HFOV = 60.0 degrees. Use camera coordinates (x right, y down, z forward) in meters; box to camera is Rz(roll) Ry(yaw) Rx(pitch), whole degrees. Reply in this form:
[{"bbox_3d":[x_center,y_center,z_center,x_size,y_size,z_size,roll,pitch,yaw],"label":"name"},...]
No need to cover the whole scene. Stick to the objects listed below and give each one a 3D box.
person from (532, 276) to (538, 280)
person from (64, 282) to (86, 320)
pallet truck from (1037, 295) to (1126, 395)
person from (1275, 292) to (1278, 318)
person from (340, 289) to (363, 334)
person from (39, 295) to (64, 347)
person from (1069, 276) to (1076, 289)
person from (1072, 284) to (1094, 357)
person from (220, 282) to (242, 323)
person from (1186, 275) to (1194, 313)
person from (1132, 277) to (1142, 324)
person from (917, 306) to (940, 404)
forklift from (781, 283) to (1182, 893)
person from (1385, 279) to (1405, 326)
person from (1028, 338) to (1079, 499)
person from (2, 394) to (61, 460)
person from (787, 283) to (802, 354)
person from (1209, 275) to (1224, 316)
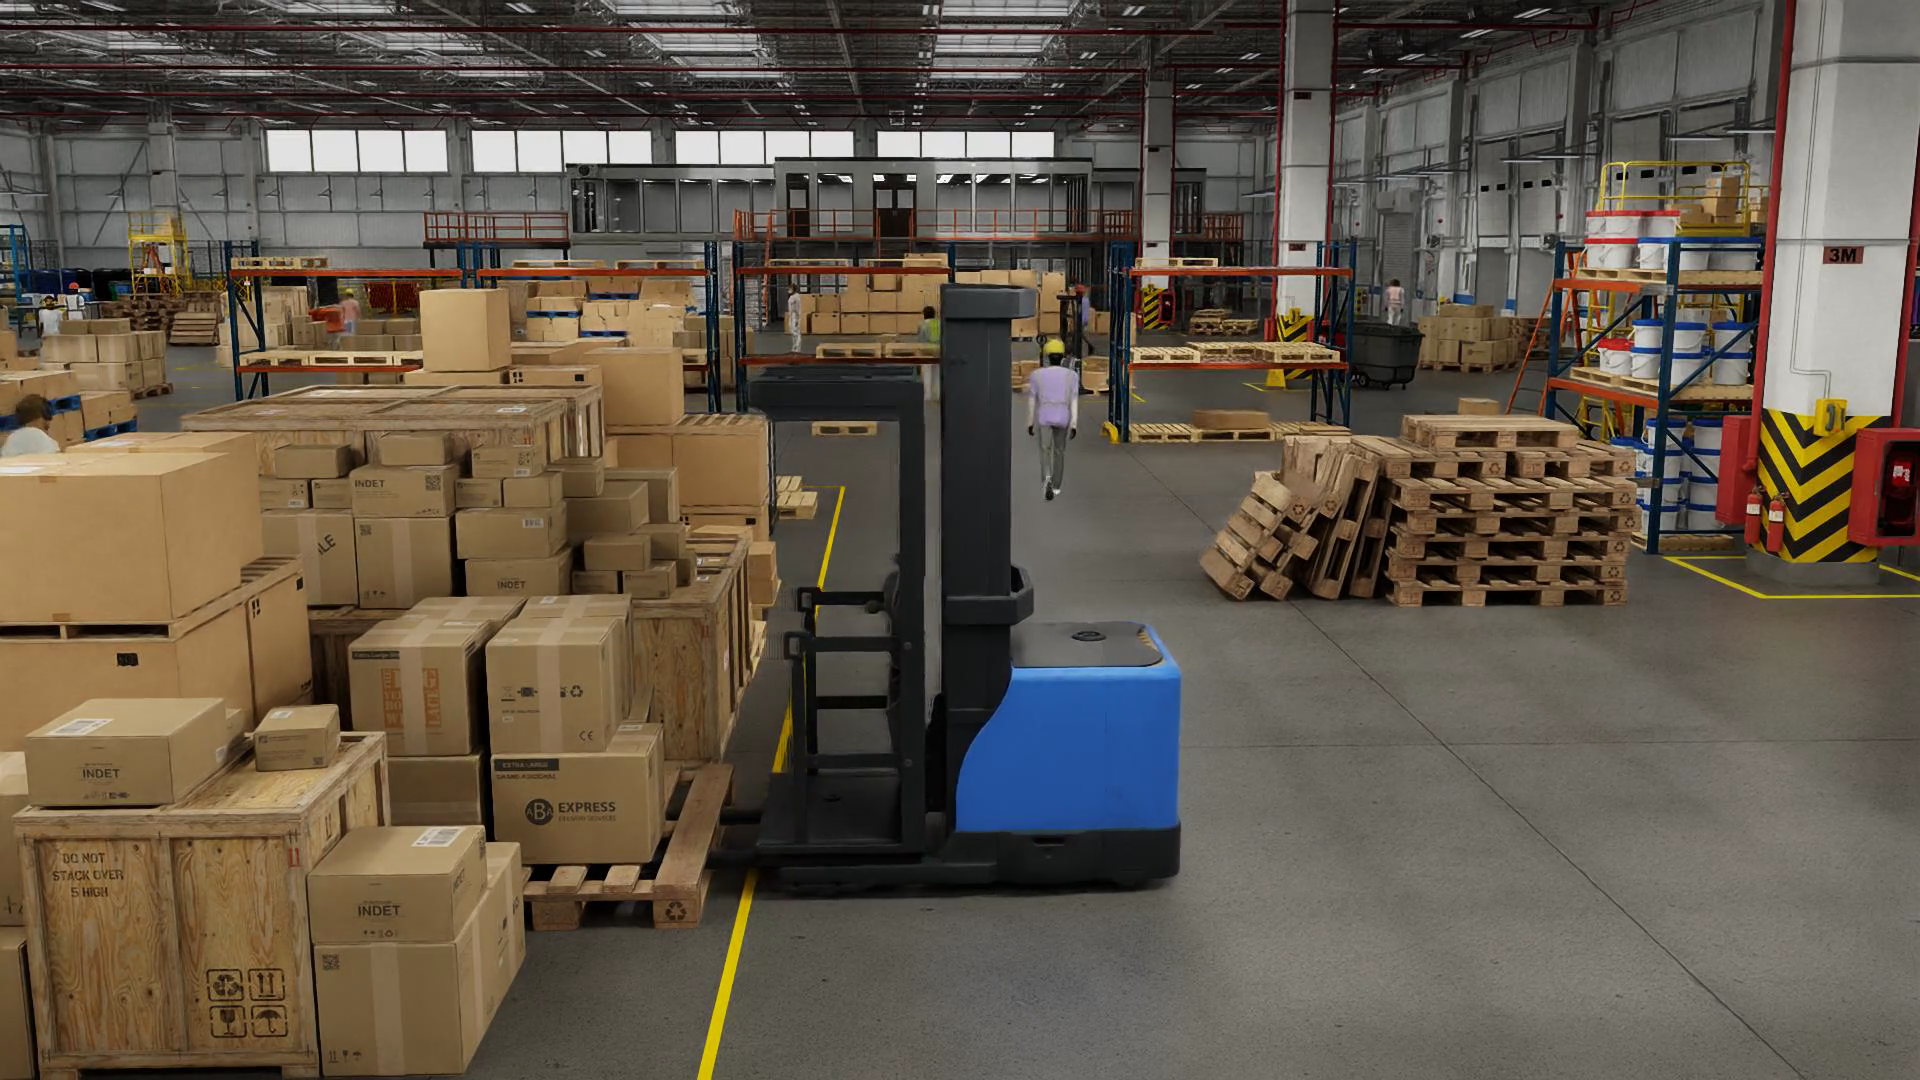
[{"bbox_3d":[-15.879,-9.060,62.337,0.506,1.846,0.348,-6,12,-29],"label":"person"},{"bbox_3d":[-23.844,-5.976,44.898,0.545,1.938,0.359,0,10,1],"label":"person"},{"bbox_3d":[2.483,-3.881,33.060,1.885,1.965,0.823,-7,13,-36],"label":"pallet truck"},{"bbox_3d":[7.420,-4.797,38.369,0.383,1.923,0.590,-6,12,-32],"label":"person"},{"bbox_3d":[-16.722,-6.031,45.746,0.543,1.745,0.574,2,10,9],"label":"person"},{"bbox_3d":[-19.790,-4.397,36.276,0.531,1.875,0.316,-4,11,-20],"label":"person"},{"bbox_3d":[3.797,-7.951,56.055,0.356,1.883,0.573,-7,12,-34],"label":"person"},{"bbox_3d":[3.196,-5.728,43.568,0.554,1.918,0.562,9,14,42],"label":"person"},{"bbox_3d":[-20.845,-6.463,47.613,0.545,1.938,0.358,-3,11,-17],"label":"person"},{"bbox_3d":[9.844,-10.656,70.875,0.461,1.968,0.631,2,10,11],"label":"person"},{"bbox_3d":[6.567,-8.789,61.146,0.436,1.735,0.485,7,12,33],"label":"person"},{"bbox_3d":[-0.568,-3.473,31.231,0.634,1.839,0.429,-8,13,-39],"label":"person"},{"bbox_3d":[0.090,0.173,8.014,1.873,2.768,1.129,0,10,-2],"label":"forklift"},{"bbox_3d":[14.298,-7.662,54.698,0.633,1.802,0.956,4,11,21],"label":"person"},{"bbox_3d":[1.107,-1.428,19.665,0.598,1.904,0.805,1,10,3],"label":"person"},{"bbox_3d":[-6.946,-0.130,12.435,0.647,1.896,0.572,6,12,28],"label":"person"},{"bbox_3d":[-4.408,-5.870,44.316,0.355,1.936,0.633,-4,11,-23],"label":"person"},{"bbox_3d":[9.398,-8.780,60.635,0.992,1.906,0.642,9,13,40],"label":"person"}]
